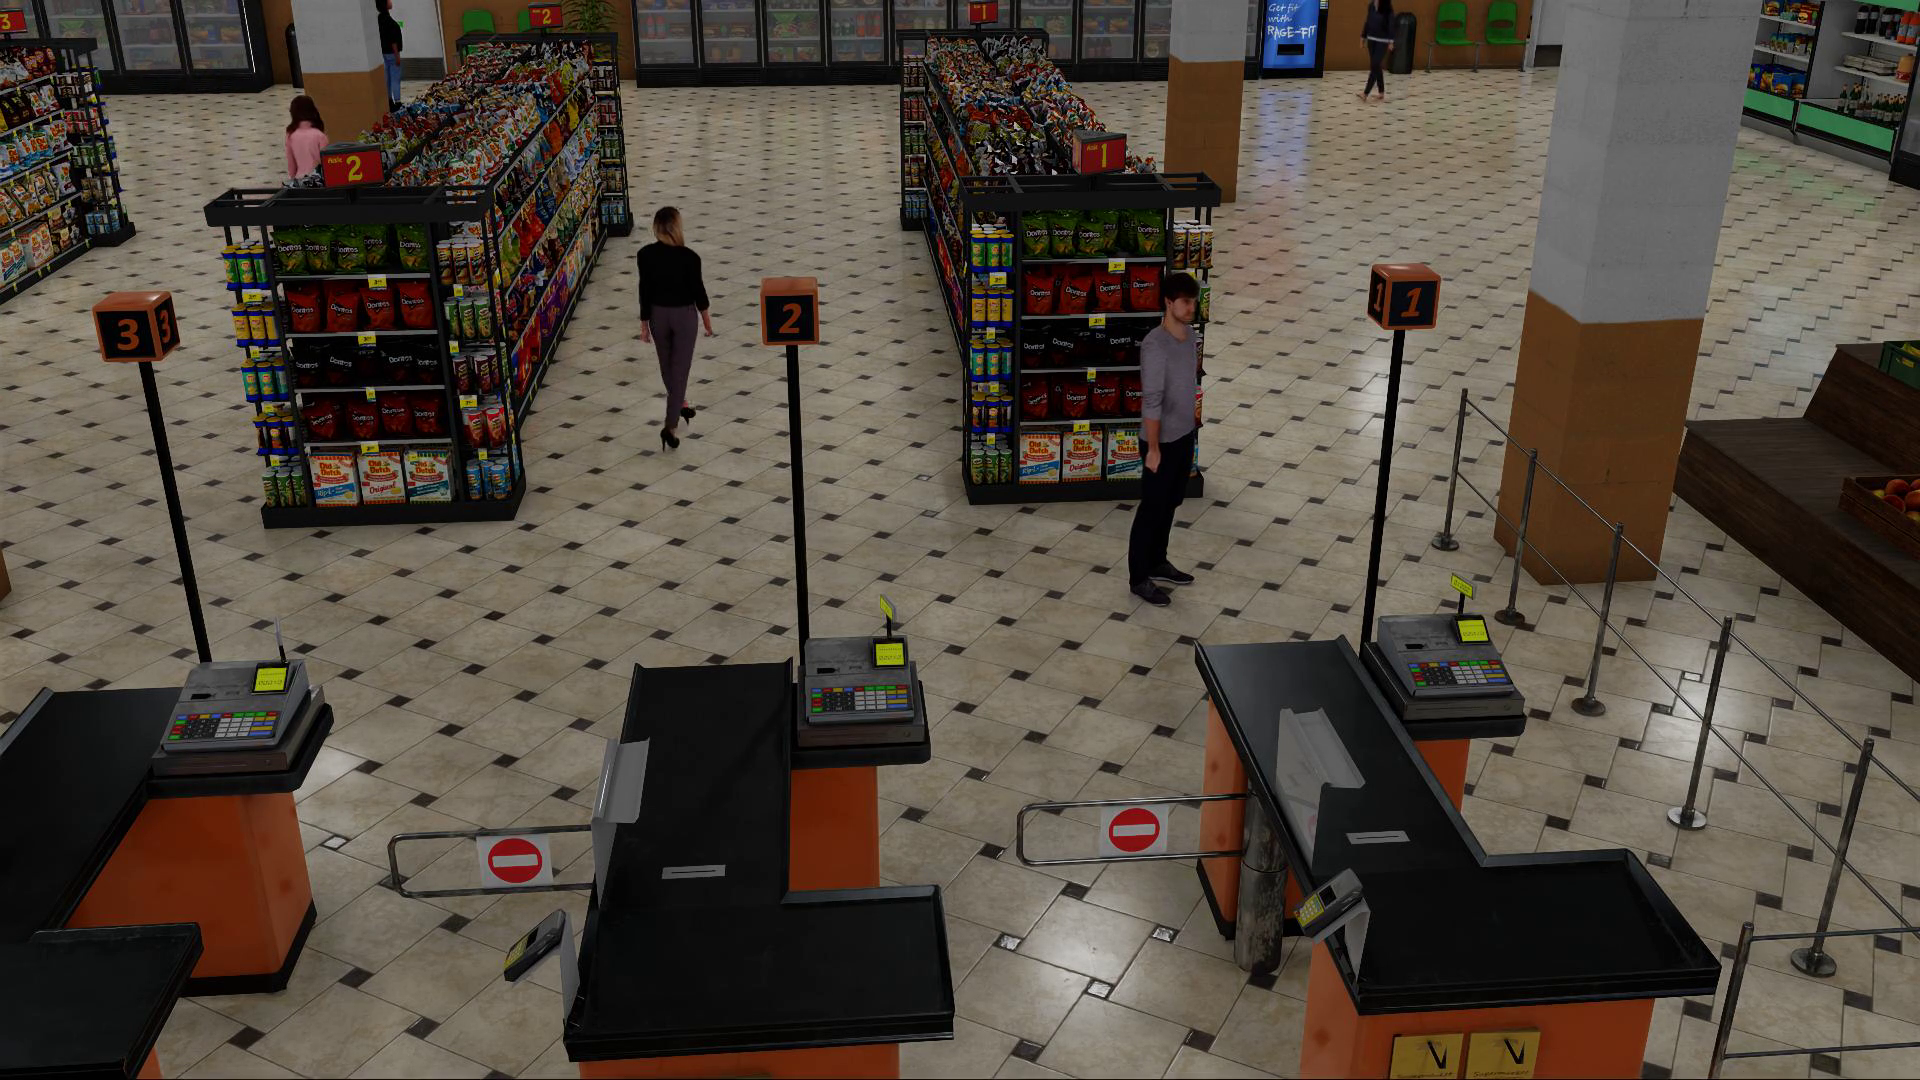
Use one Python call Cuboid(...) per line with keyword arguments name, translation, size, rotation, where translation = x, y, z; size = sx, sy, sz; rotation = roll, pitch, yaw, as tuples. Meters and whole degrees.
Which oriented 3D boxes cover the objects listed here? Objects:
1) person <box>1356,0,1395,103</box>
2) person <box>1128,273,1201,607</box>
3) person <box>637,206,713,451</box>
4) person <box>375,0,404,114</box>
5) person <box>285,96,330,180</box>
Cuboid(name="person", translation=(6.394, -7.536, 25.203), size=(1.031, 1.736, 1.078), rotation=(-17, 29, -34))
Cuboid(name="person", translation=(1.138, -0.573, 9.159), size=(0.787, 1.841, 0.690), rotation=(14, 27, 29))
Cuboid(name="person", translation=(-1.976, -1.395, 11.286), size=(0.766, 1.643, 0.992), rotation=(5, 24, 10))
Cuboid(name="person", translation=(-8.236, -7.007, 24.037), size=(0.719, 1.702, 0.640), rotation=(-20, 30, -38))
Cuboid(name="person", translation=(-5.769, -3.004, 14.797), size=(0.753, 1.775, 0.957), rotation=(3, 24, 7))
